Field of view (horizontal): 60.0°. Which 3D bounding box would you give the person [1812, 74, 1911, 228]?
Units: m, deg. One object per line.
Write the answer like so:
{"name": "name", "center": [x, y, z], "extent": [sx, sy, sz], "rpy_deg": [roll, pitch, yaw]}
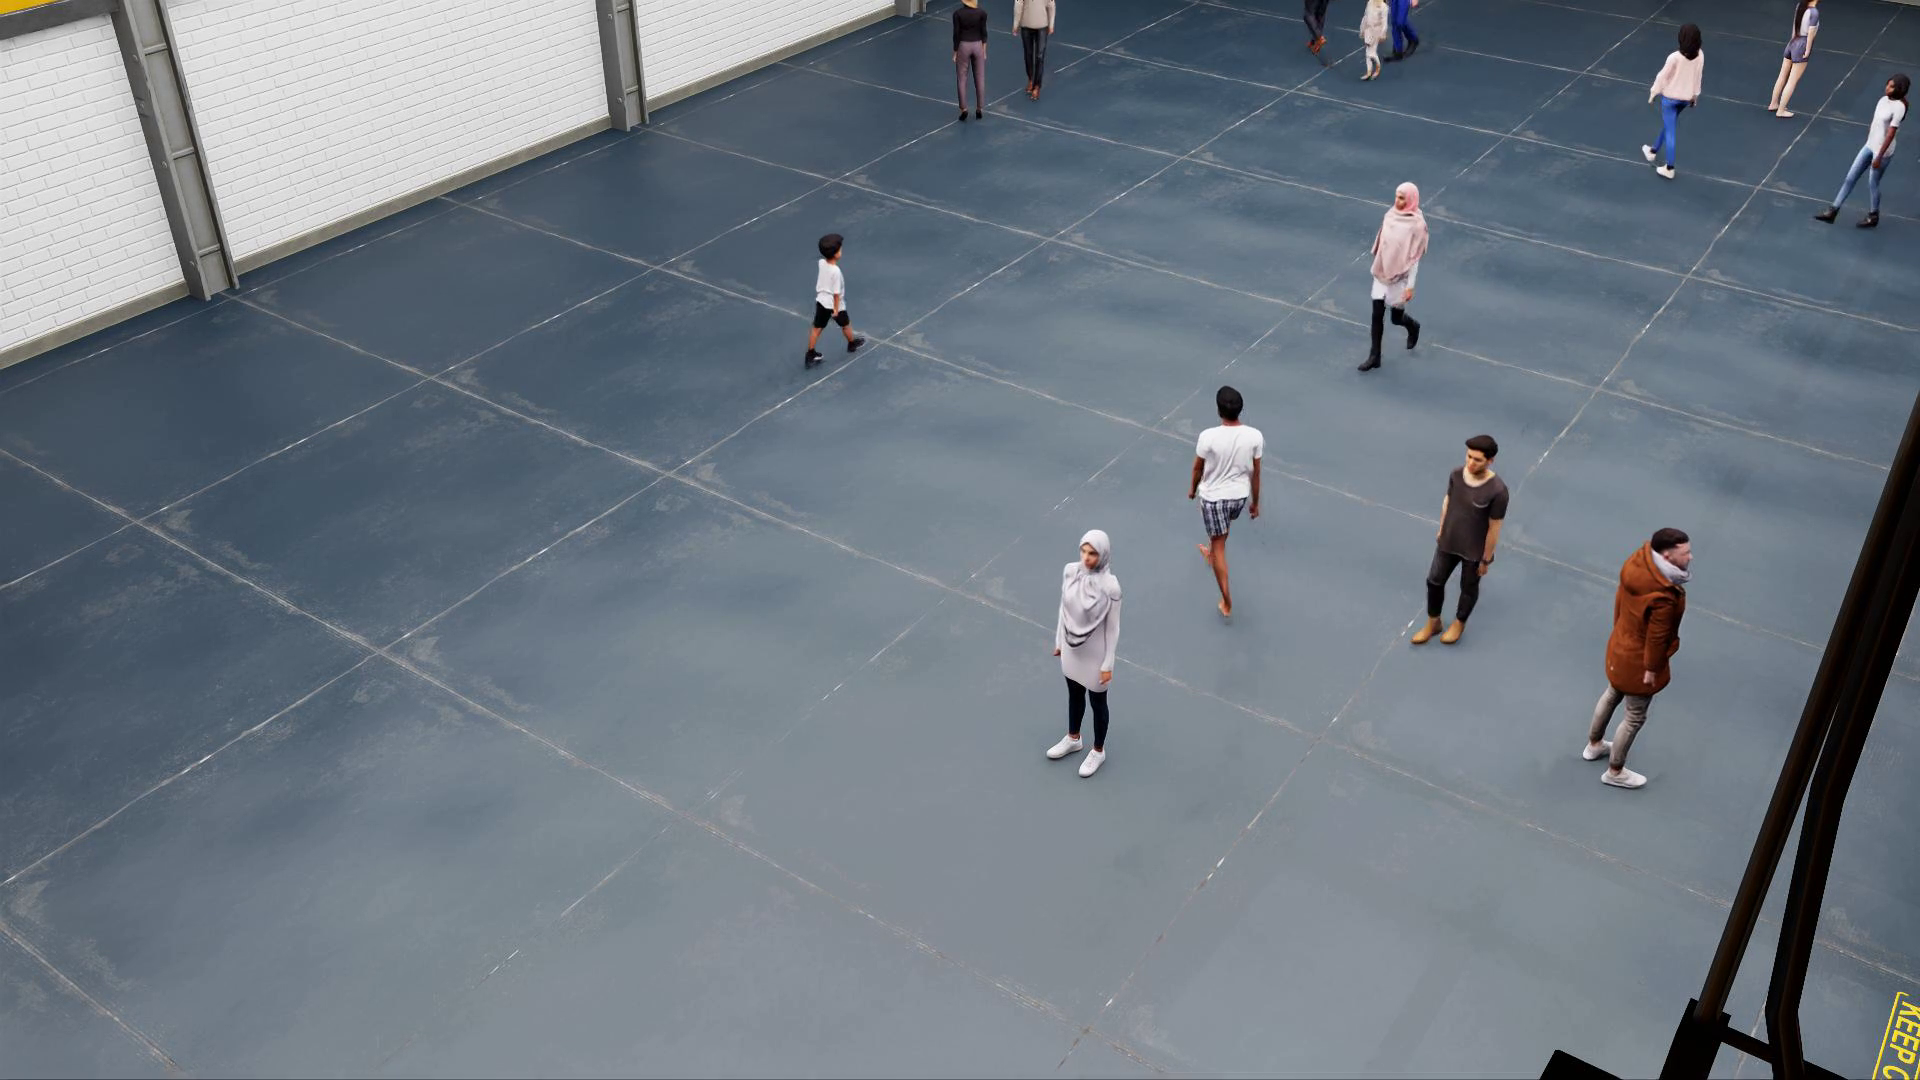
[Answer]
{"name": "person", "center": [9.936, -4.162, 17.904], "extent": [1.017, 1.698, 0.986], "rpy_deg": [-3, 34, -4]}

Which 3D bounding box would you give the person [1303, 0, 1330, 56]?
{"name": "person", "center": [5.014, -7.600, 22.976], "extent": [0.994, 1.809, 1.025], "rpy_deg": [-11, 35, -15]}

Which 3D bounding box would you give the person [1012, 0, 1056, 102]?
{"name": "person", "center": [0.973, -6.680, 21.576], "extent": [0.967, 1.827, 1.186], "rpy_deg": [7, 34, 10]}

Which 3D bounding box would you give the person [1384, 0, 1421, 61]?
{"name": "person", "center": [6.147, -7.530, 22.856], "extent": [0.911, 1.824, 0.830], "rpy_deg": [-22, 39, -29]}

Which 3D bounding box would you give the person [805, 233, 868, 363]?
{"name": "person", "center": [-1.255, -2.203, 15.385], "extent": [0.924, 1.224, 0.581], "rpy_deg": [-29, 43, -36]}

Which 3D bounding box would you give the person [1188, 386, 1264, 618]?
{"name": "person", "center": [1.918, -0.236, 12.017], "extent": [1.134, 1.676, 1.149], "rpy_deg": [-6, 34, -9]}

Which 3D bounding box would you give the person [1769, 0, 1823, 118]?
{"name": "person", "center": [10.572, -6.191, 21.003], "extent": [0.717, 1.646, 0.647], "rpy_deg": [-4, 34, -6]}

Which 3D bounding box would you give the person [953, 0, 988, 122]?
{"name": "person", "center": [0.127, -6.073, 20.807], "extent": [0.673, 1.667, 0.734], "rpy_deg": [-6, 34, -8]}

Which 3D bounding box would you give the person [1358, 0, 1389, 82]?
{"name": "person", "center": [5.582, -6.787, 22.212], "extent": [0.665, 1.300, 0.625], "rpy_deg": [-18, 38, -25]}

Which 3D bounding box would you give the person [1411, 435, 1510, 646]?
{"name": "person", "center": [3.597, -0.024, 11.676], "extent": [0.748, 1.700, 0.710], "rpy_deg": [-28, 43, -35]}

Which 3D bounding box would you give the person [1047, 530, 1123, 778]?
{"name": "person", "center": [0.811, 0.701, 10.518], "extent": [0.643, 1.775, 0.571], "rpy_deg": [28, 43, 35]}

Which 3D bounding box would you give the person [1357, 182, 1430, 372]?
{"name": "person", "center": [4.027, -2.401, 15.173], "extent": [1.044, 1.788, 0.793], "rpy_deg": [-24, 40, -31]}

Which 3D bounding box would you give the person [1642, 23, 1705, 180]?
{"name": "person", "center": [8.302, -5.025, 19.166], "extent": [1.061, 1.737, 1.101], "rpy_deg": [-7, 34, -11]}

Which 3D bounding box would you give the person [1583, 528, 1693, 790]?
{"name": "person", "center": [4.243, 0.723, 10.429], "extent": [0.901, 1.837, 0.829], "rpy_deg": [-3, 34, -4]}
